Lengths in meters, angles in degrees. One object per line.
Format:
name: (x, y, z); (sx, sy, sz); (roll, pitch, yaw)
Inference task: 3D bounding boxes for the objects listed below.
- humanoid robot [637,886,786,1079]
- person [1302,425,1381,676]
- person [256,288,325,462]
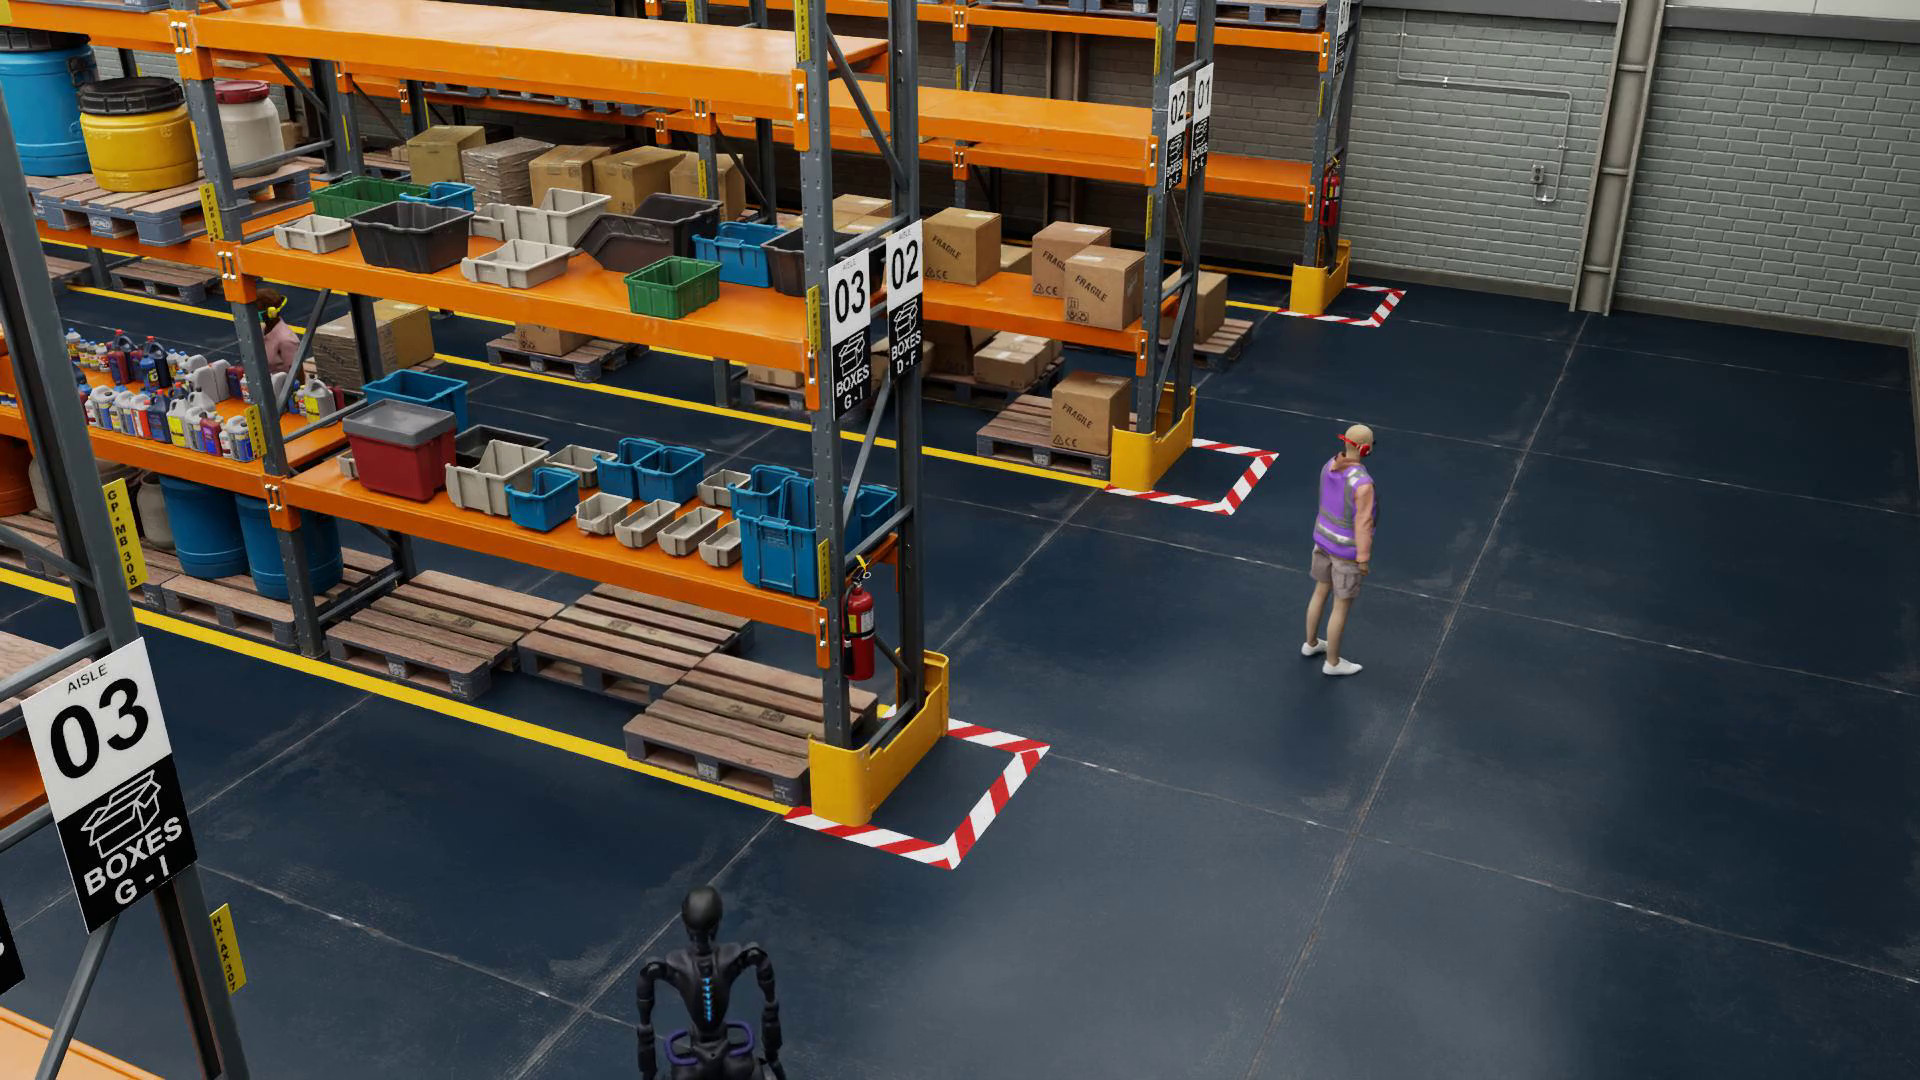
humanoid robot: (-0.978, 2.078, 6.523); (0.609, 1.631, 0.442); (-7, 27, -14)
person: (2.430, 0.059, 10.585); (0.347, 1.688, 0.491); (-10, 28, -20)
person: (-5.138, -1.060, 12.722); (0.527, 1.801, 0.336); (23, 35, 39)
